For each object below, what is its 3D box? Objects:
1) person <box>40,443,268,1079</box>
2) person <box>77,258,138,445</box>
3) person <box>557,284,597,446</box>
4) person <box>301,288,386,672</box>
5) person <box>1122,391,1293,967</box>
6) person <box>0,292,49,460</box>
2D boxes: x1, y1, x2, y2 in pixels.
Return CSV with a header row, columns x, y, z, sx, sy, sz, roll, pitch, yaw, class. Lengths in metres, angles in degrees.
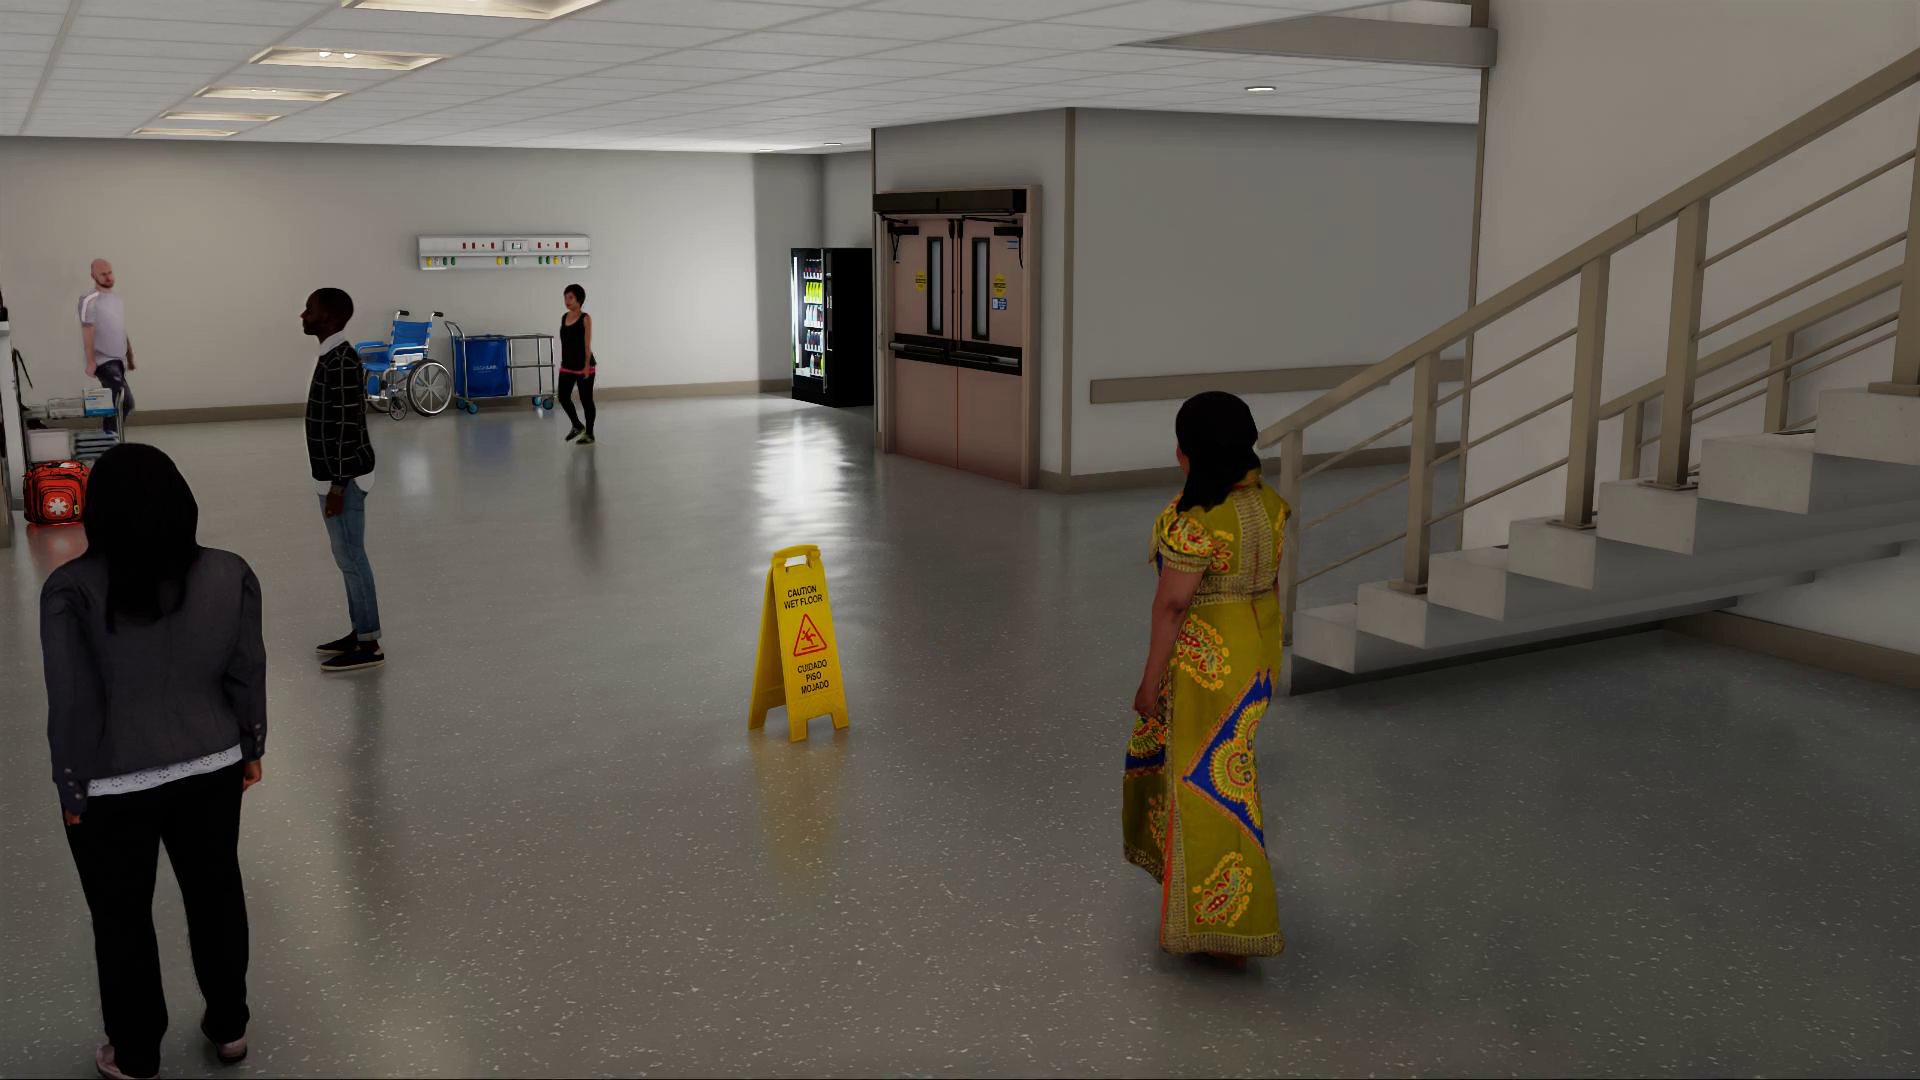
x,y,z,sx,sy,sz,roll,pitch,yaw,class
-1.981,0.555,4.095,0.748,1.597,0.746,10,15,43,person
-7.505,-1.529,14.479,0.910,1.819,0.811,0,11,1,person
-3.651,-1.701,16.125,0.625,1.543,0.701,5,12,26,person
-2.963,-0.304,8.017,0.743,1.821,0.530,-5,12,-22,person
0.805,0.411,4.724,1.046,1.644,0.904,9,14,41,person
-8.632,-1.631,14.956,0.982,1.842,0.992,0,11,-1,person
